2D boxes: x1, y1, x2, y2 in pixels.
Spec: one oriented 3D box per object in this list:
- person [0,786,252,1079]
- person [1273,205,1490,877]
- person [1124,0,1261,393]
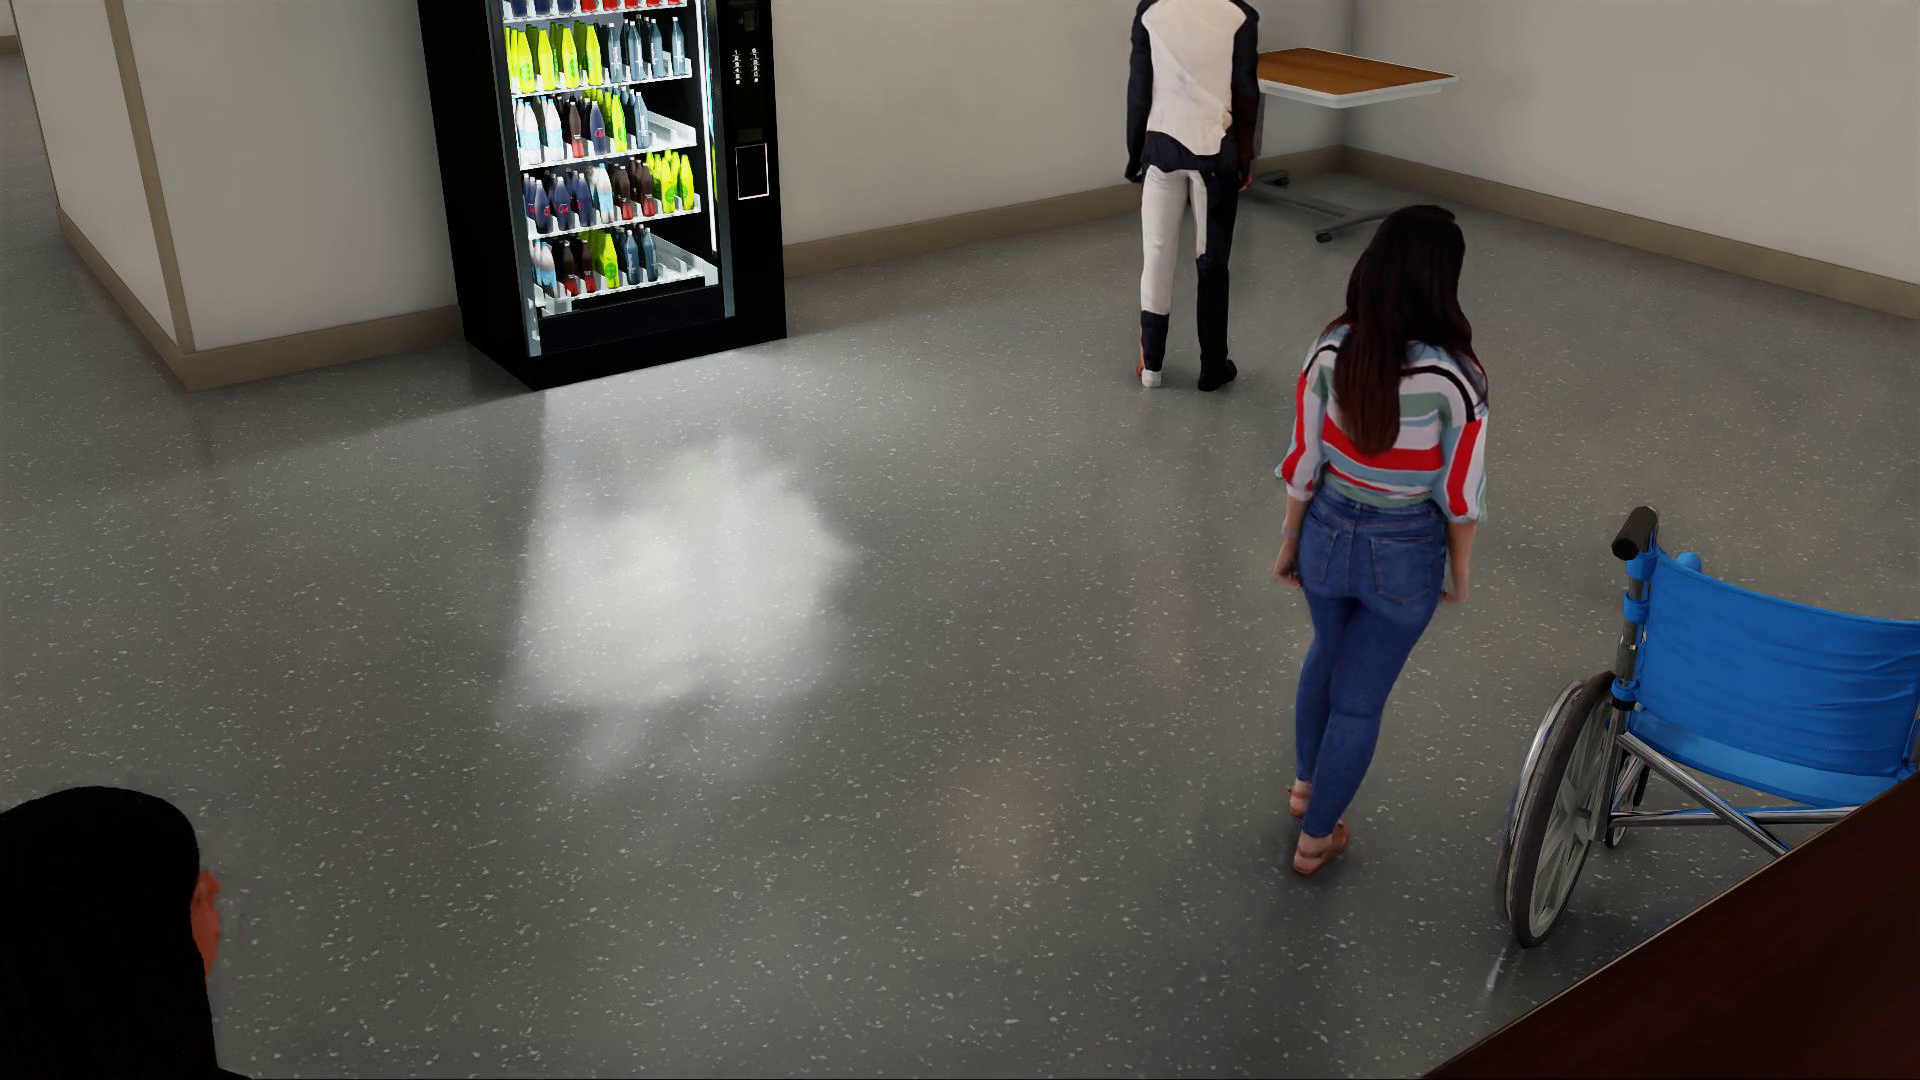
[{"bbox_3d":[-0.789,0.972,1.770,0.631,1.646,0.616,18,31,32],"label":"person"},{"bbox_3d":[0.877,0.072,3.691,0.682,1.599,0.691,17,31,31],"label":"person"},{"bbox_3d":[0.924,-1.534,6.684,0.773,1.892,0.806,7,27,15],"label":"person"}]
